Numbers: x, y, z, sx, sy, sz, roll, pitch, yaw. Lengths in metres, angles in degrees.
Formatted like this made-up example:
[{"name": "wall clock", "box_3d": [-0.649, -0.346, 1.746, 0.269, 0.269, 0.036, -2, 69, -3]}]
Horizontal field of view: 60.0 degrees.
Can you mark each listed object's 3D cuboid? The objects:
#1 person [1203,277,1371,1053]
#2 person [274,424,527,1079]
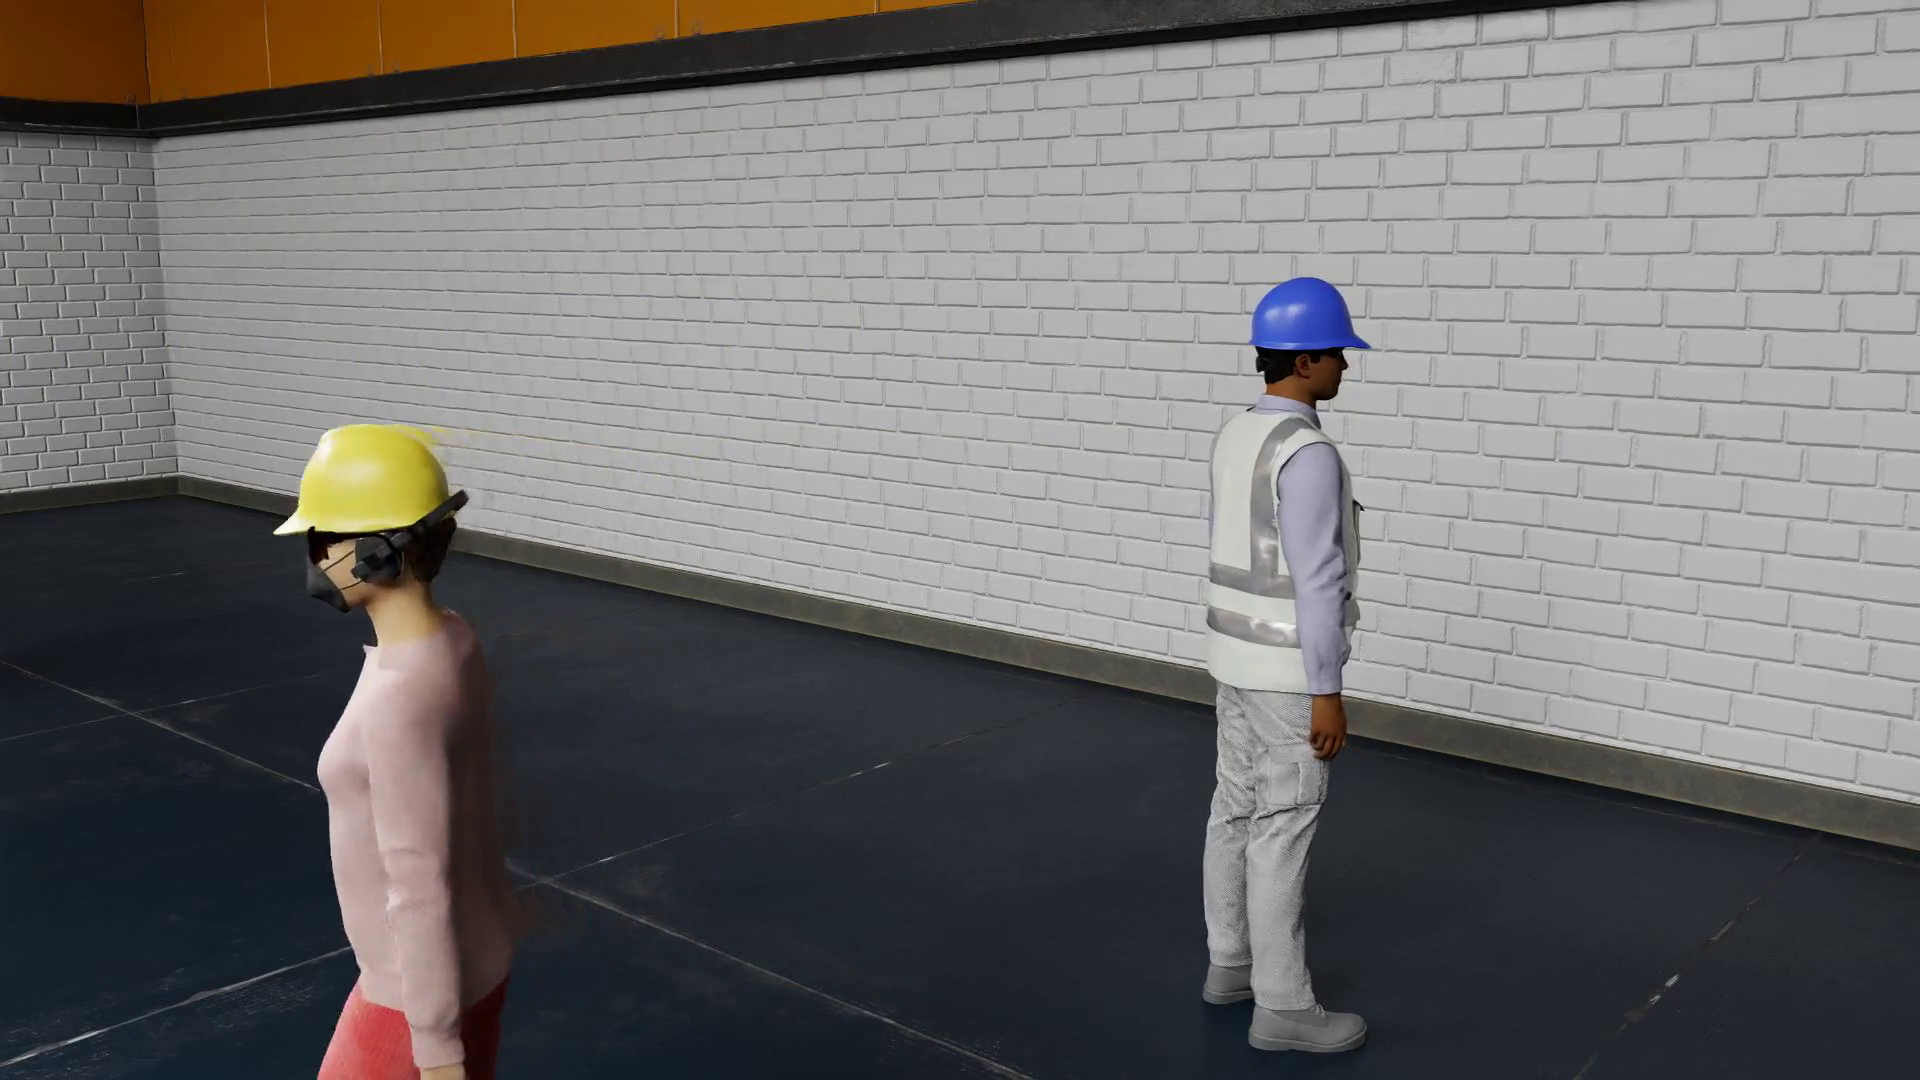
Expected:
[{"name": "person", "box_3d": [0.824, 0.315, 4.249, 0.390, 1.949, 0.602, -2, 10, -13]}, {"name": "person", "box_3d": [-0.893, 0.688, 2.679, 0.367, 1.755, 0.532, -1, 10, -3]}]
